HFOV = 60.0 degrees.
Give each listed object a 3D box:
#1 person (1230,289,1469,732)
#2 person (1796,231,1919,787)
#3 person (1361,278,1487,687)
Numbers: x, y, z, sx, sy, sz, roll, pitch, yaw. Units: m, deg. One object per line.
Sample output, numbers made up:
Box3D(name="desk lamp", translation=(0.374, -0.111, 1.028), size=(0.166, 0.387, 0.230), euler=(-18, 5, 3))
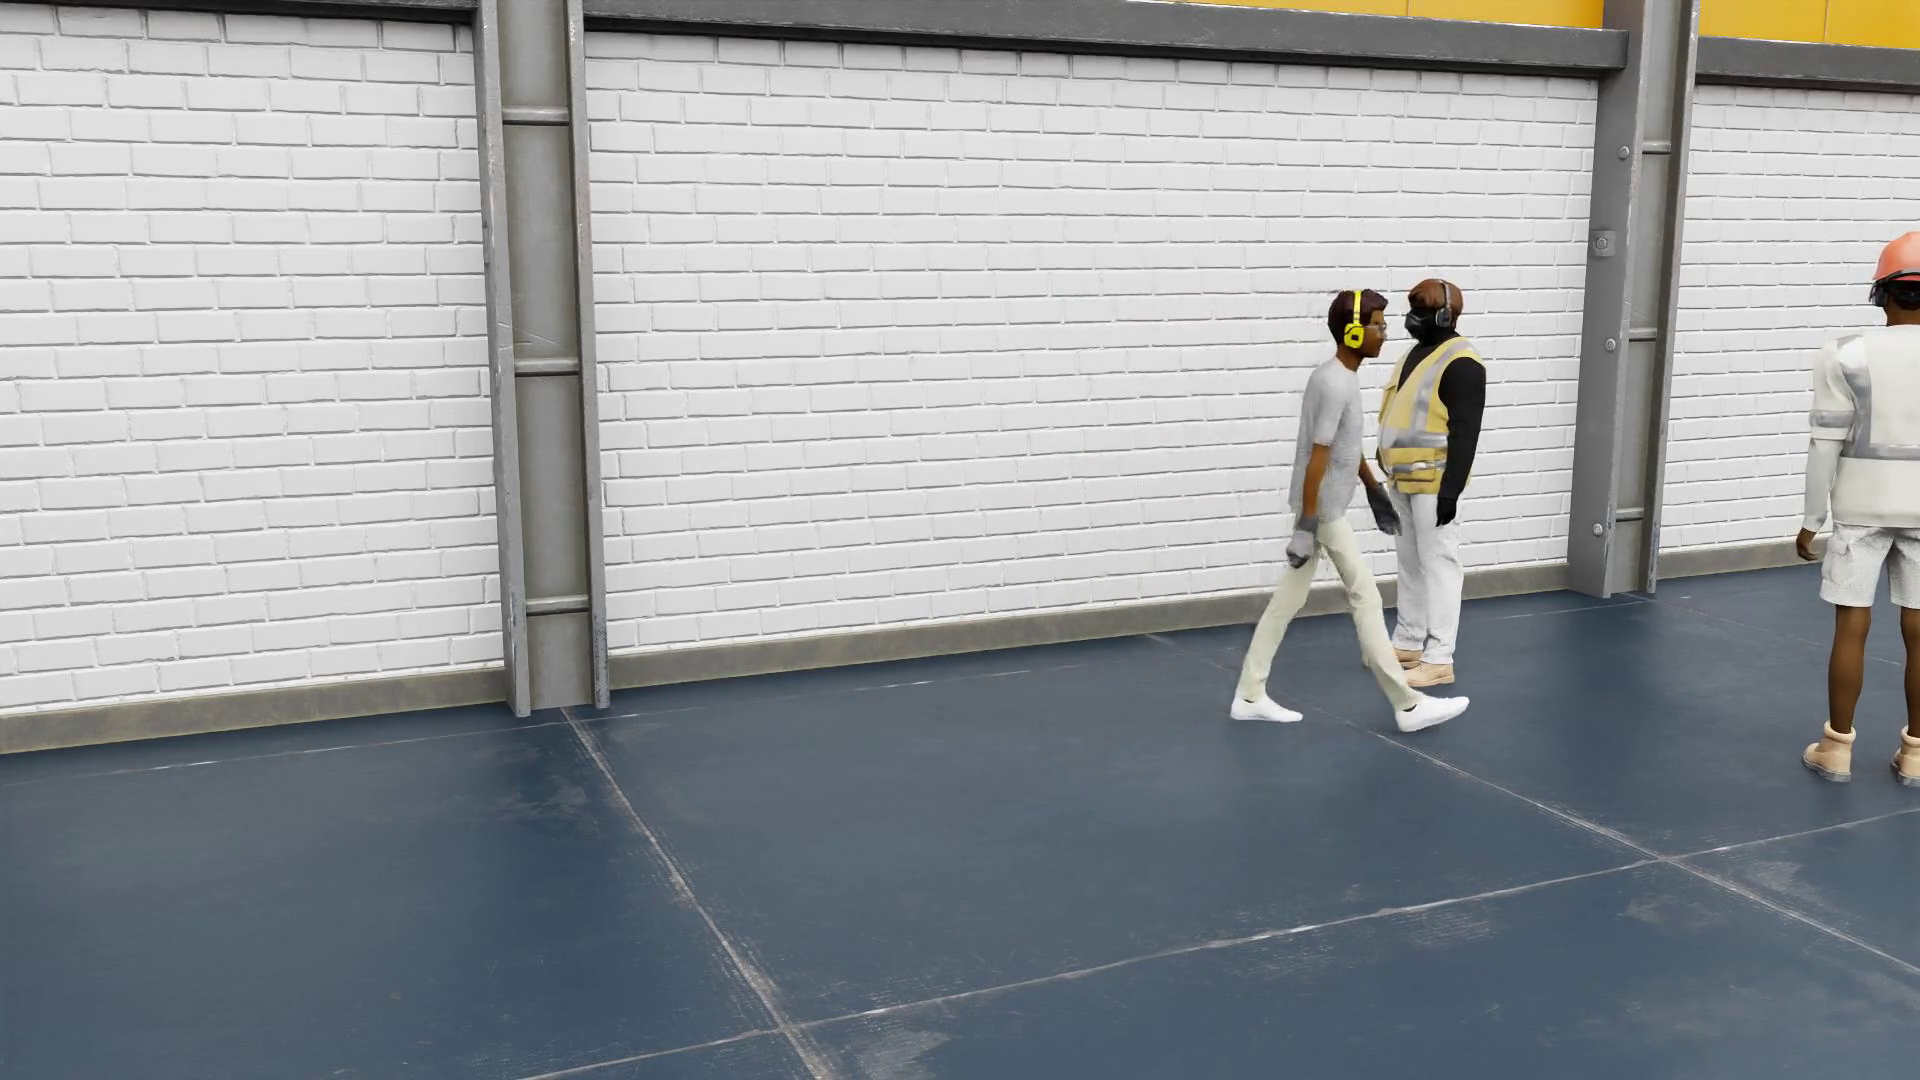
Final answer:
Box3D(name="person", translation=(1.591, -0.105, 6.805), size=(0.986, 1.819, 0.525), euler=(1, 10, 5))
Box3D(name="person", translation=(3.436, -0.103, 6.161), size=(0.605, 2.045, 0.377), euler=(3, 11, 15))
Box3D(name="person", translation=(2.113, -0.261, 7.585), size=(0.429, 1.847, 0.622), euler=(-2, 10, -10))
